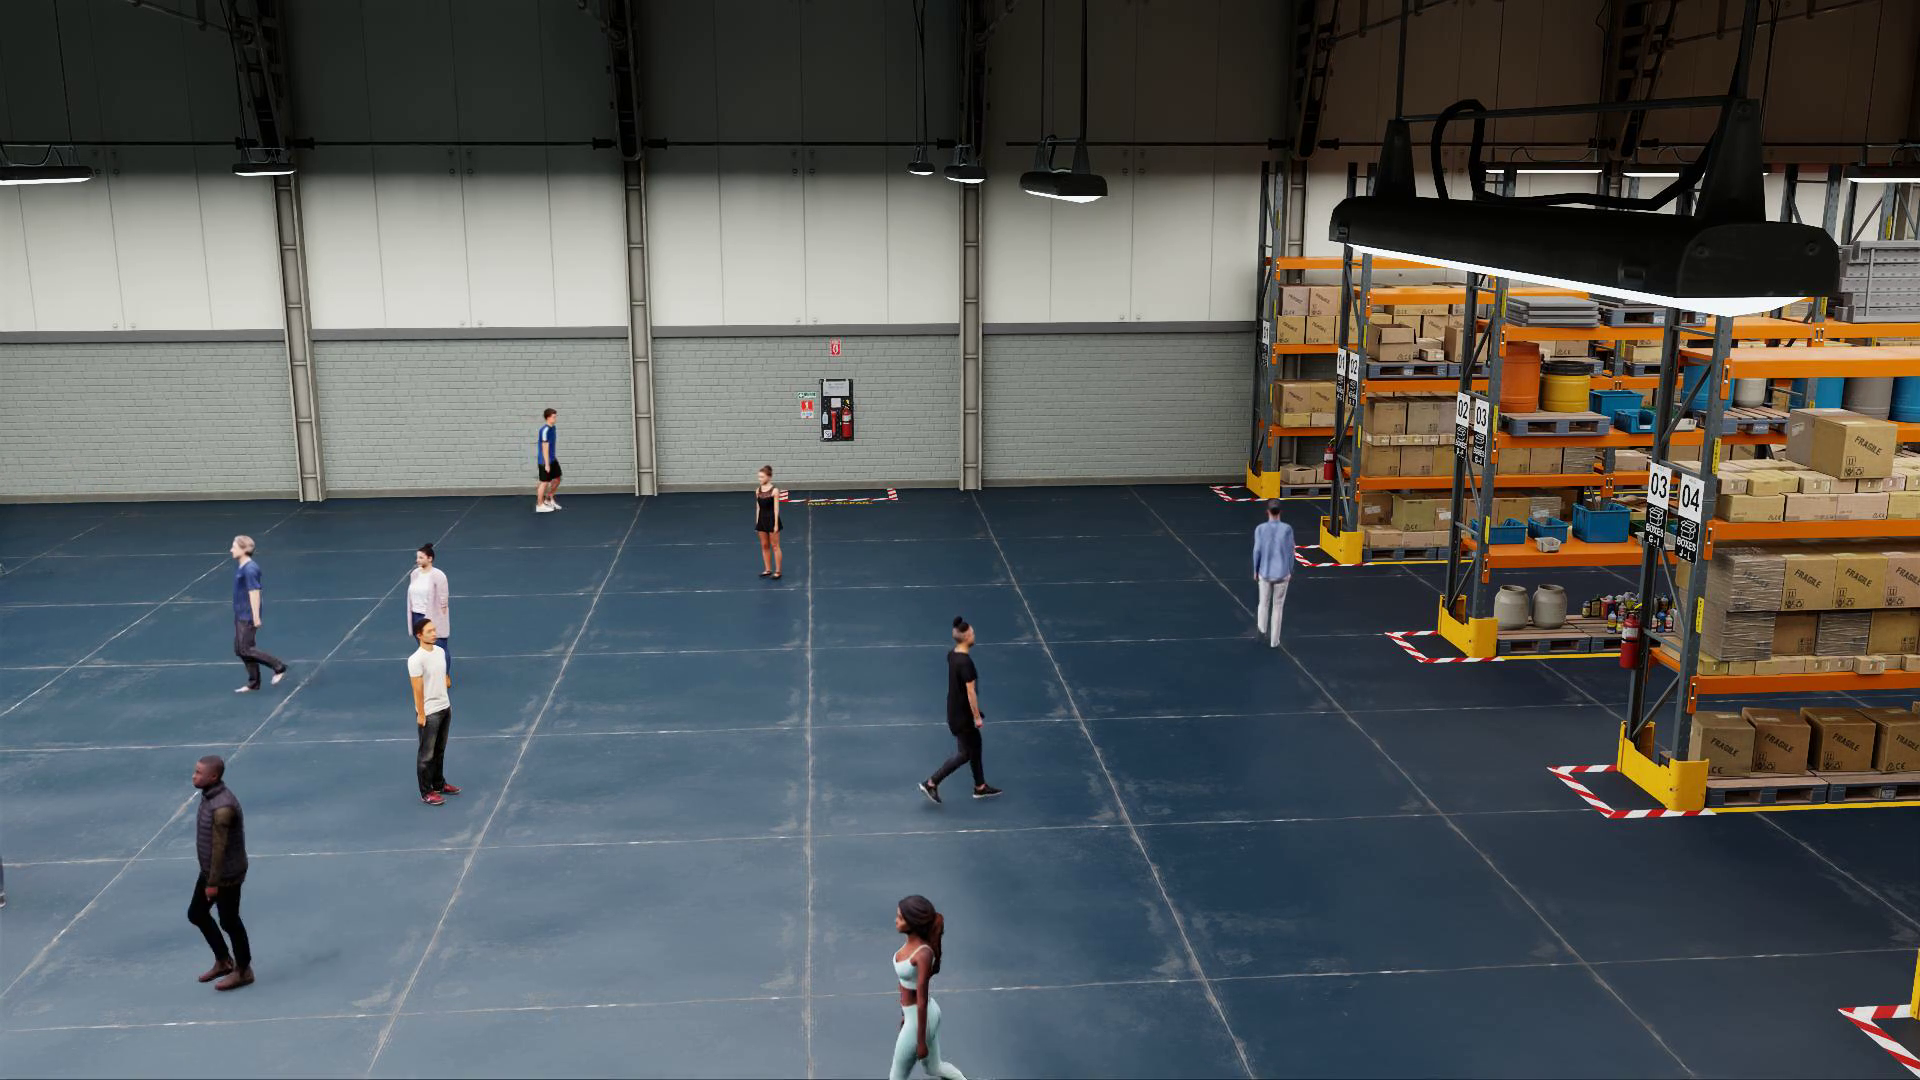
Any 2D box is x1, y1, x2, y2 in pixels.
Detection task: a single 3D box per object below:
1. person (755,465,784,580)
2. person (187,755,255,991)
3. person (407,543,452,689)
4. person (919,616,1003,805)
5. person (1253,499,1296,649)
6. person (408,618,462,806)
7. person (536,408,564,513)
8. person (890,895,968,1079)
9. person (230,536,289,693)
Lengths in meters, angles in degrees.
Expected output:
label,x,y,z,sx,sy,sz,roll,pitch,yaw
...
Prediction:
label,x,y,z,sx,sy,sz,roll,pitch,yaw
person,-2.809,-0.269,24.492,0.674,1.681,0.752,8,15,31
person,-5.413,2.462,12.379,0.864,1.825,0.839,-10,17,-38
person,-6.170,0.882,19.384,0.760,1.742,0.859,7,15,28
person,-0.013,1.645,15.865,1.087,1.843,0.744,-3,13,-11
person,3.970,0.449,21.017,1.091,1.850,0.948,3,13,14
person,-5.104,1.625,16.038,0.652,1.805,0.698,3,13,14
person,-7.269,-1.388,28.980,0.765,1.836,0.732,1,13,4
person,-0.175,3.008,10.302,1.089,1.698,0.572,-1,13,-6
person,-8.144,0.862,19.225,0.943,1.854,0.852,-8,15,-30
